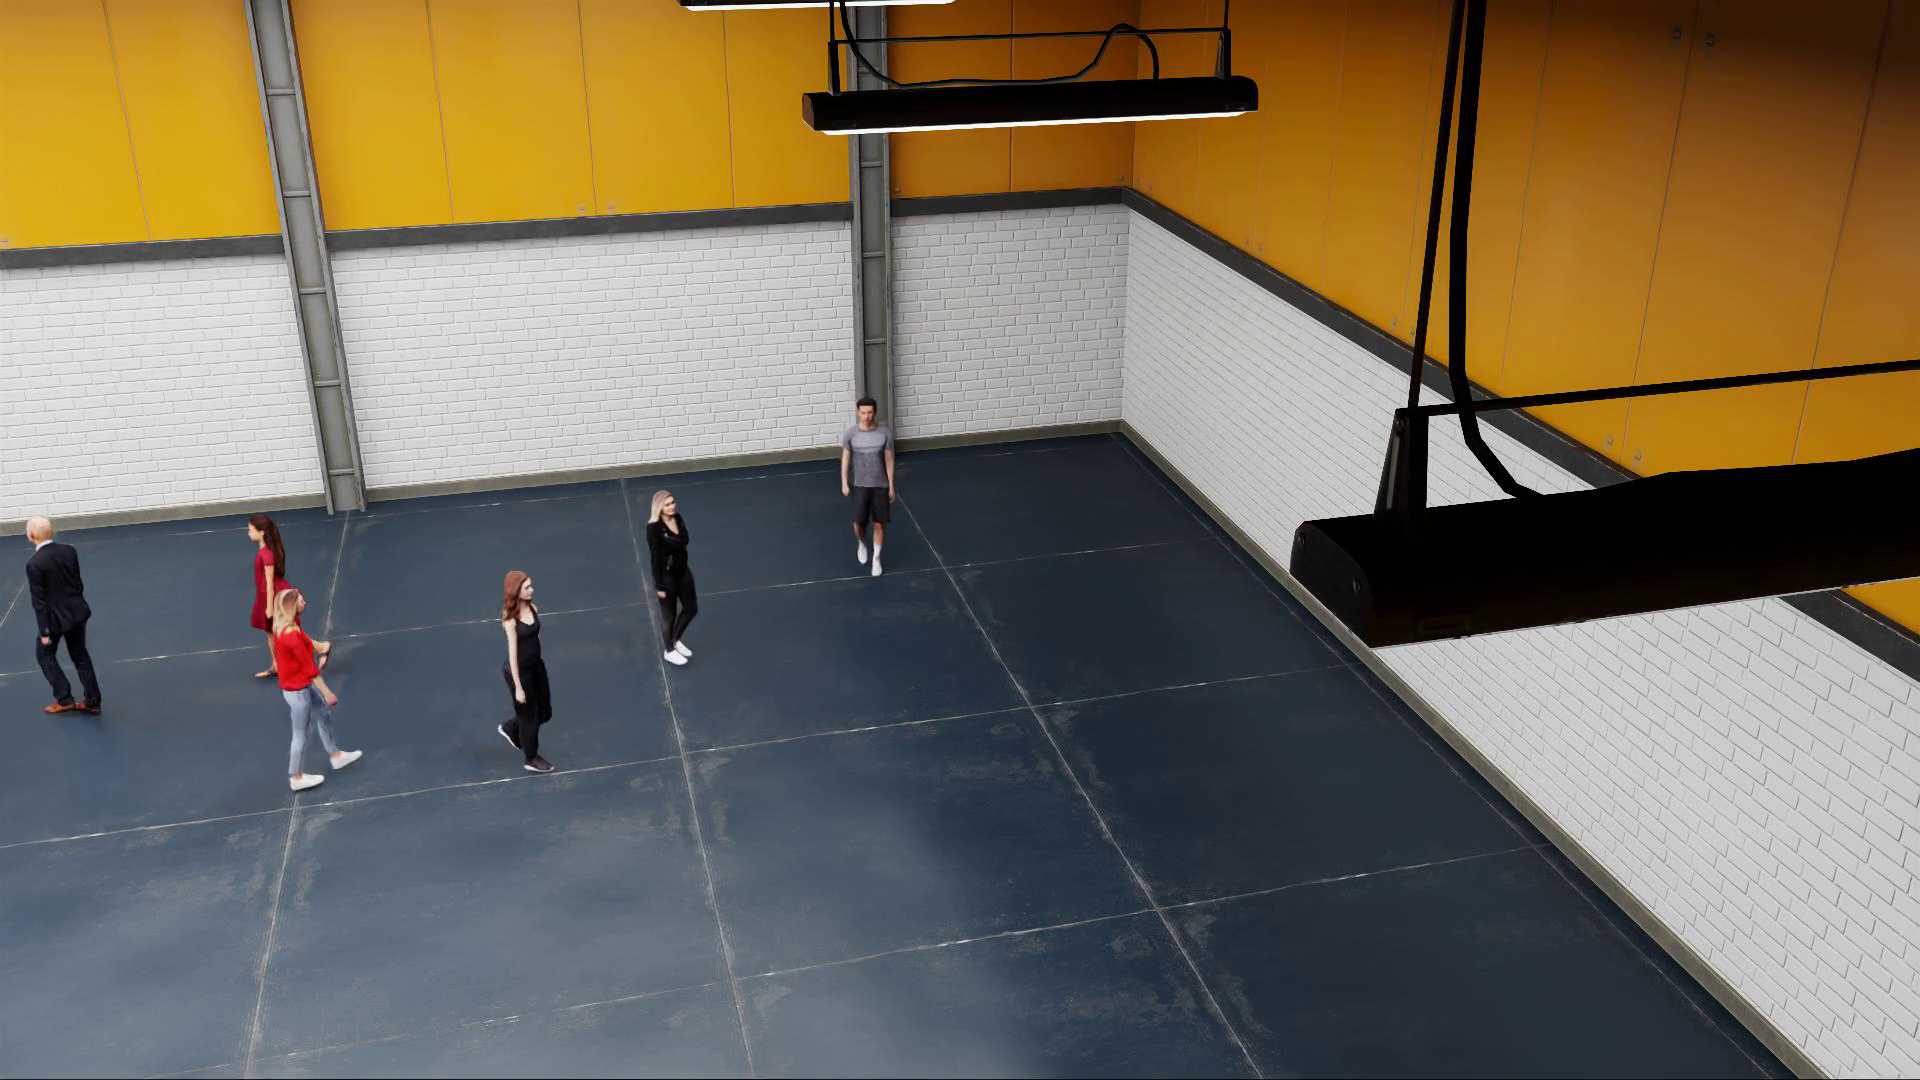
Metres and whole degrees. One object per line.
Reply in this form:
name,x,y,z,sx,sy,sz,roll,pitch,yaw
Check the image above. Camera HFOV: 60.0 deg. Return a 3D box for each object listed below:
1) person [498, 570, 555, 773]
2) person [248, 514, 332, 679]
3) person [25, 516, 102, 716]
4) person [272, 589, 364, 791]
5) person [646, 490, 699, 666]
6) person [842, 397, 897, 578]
person,-3.525,1.031,13.151,0.906,1.732,0.821,9,25,19
person,-5.949,0.499,14.609,0.930,1.539,0.657,-10,26,-23
person,-7.444,0.671,13.912,0.914,1.782,0.868,8,25,18
person,-5.172,1.186,12.852,0.927,1.688,0.792,-16,28,-31
person,-2.647,0.325,14.843,0.782,1.670,0.710,15,28,30
person,-0.895,-0.584,16.690,0.780,1.856,0.816,-2,24,-5
